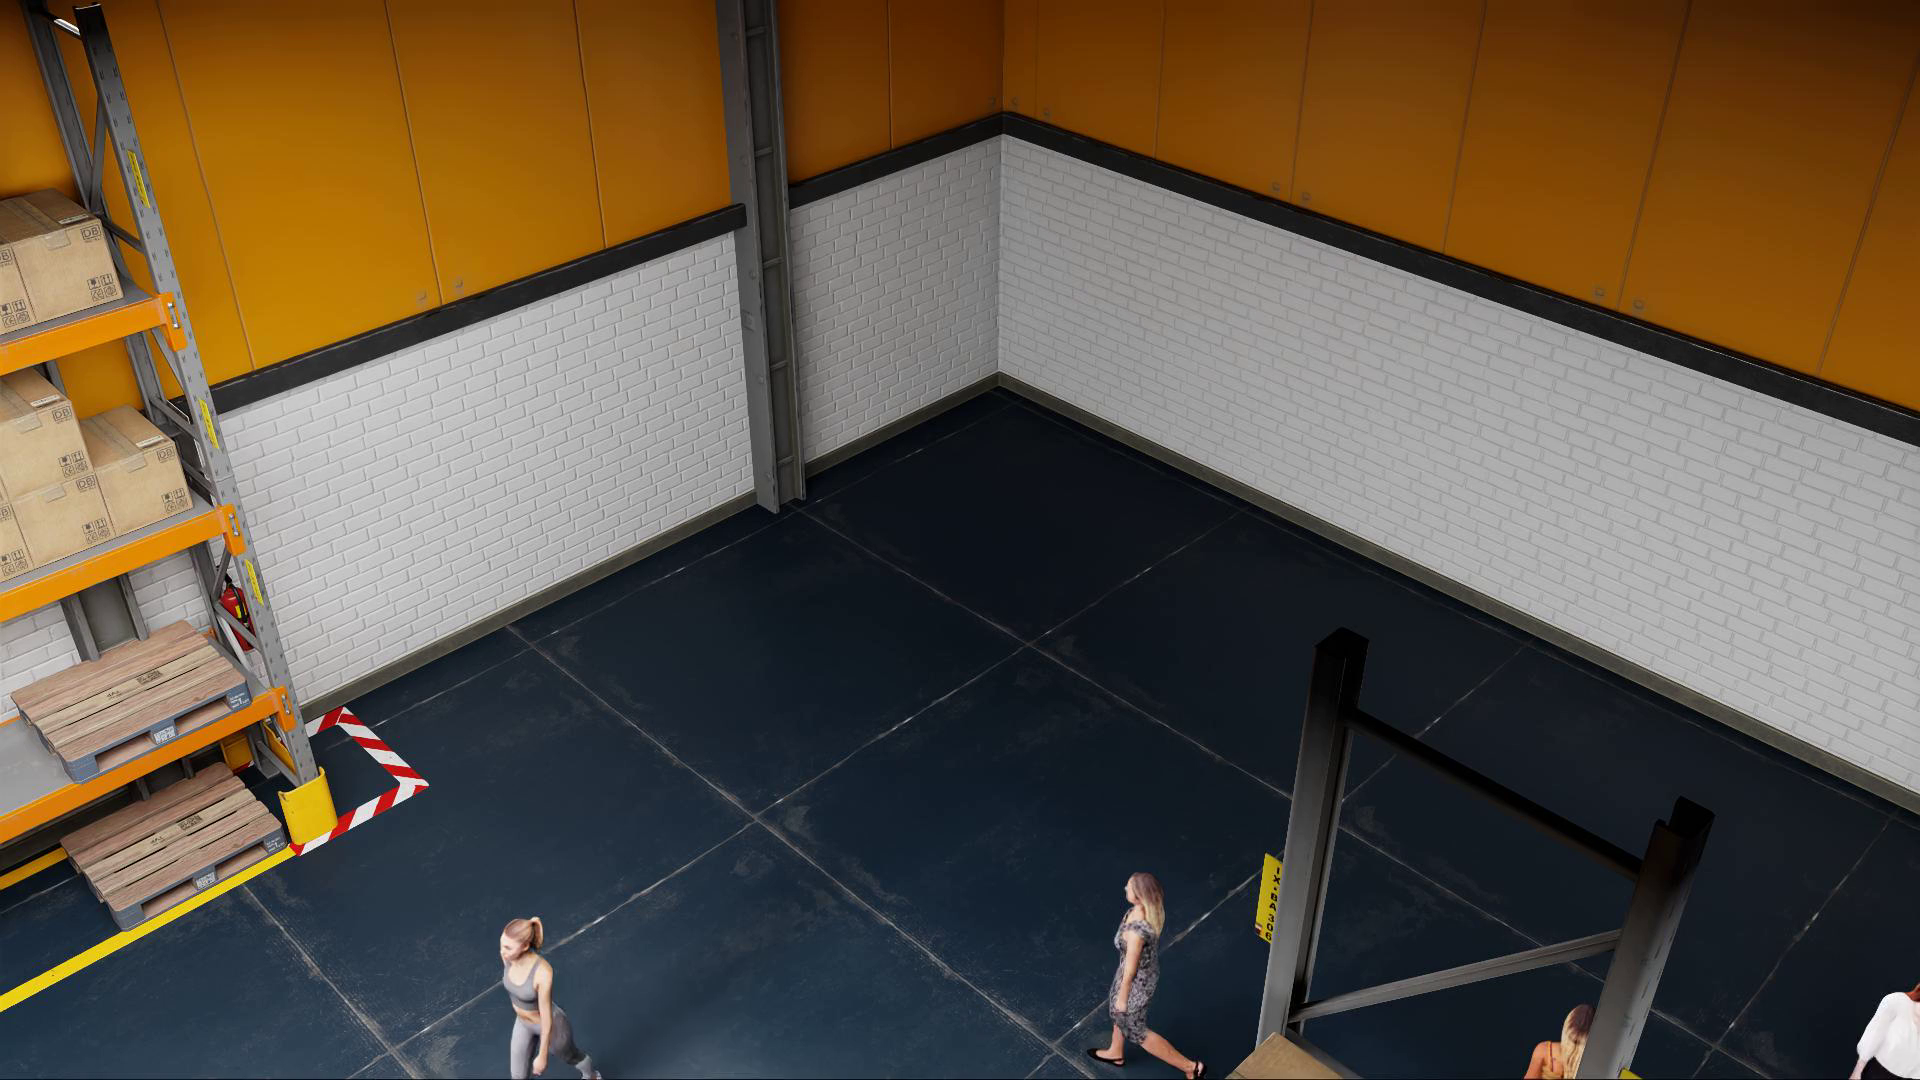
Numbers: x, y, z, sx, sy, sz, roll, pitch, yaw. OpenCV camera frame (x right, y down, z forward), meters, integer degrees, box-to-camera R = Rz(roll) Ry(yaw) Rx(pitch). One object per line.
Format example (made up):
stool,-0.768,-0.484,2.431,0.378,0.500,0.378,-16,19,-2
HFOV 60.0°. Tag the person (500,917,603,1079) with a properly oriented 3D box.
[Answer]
person,-2.381,2.813,9.760,0.728,1.655,1.146,20,38,27

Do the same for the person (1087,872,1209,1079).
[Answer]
person,1.152,2.672,9.944,0.895,1.686,1.024,13,36,18

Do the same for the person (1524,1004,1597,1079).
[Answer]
person,3.307,3.182,9.230,0.649,1.627,0.649,9,35,14
